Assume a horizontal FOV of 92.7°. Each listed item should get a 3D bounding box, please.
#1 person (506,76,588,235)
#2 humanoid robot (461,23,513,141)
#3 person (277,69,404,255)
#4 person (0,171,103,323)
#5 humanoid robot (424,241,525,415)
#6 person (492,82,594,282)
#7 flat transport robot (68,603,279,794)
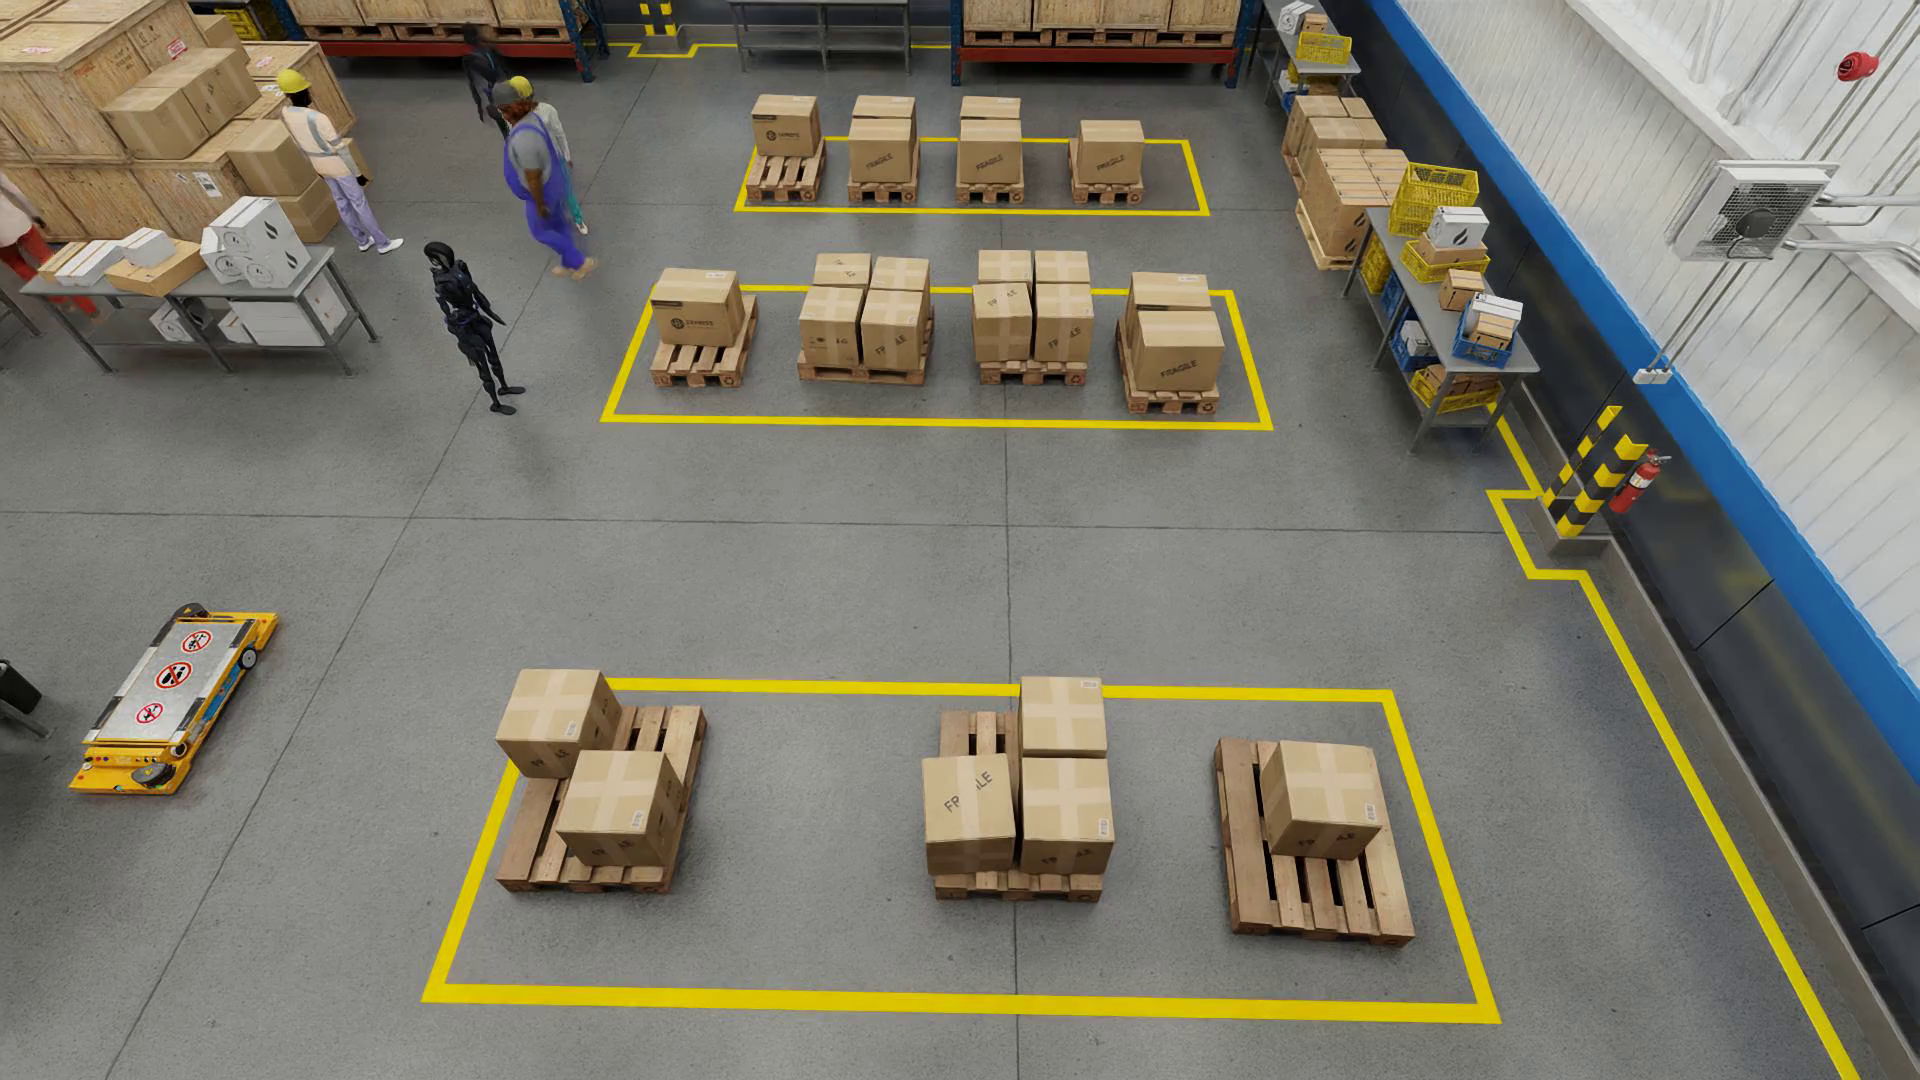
[{"bbox_3d":[-4.442,-4.087,9.847,0.525,1.760,0.334,-15,51,-12],"label":"person"},{"bbox_3d":[-5.480,-5.250,10.895,0.480,1.636,0.585,23,53,18],"label":"humanoid robot"},{"bbox_3d":[-6.538,-3.910,9.590,0.586,1.927,0.367,12,51,10],"label":"person"},{"bbox_3d":[-9.180,-2.971,8.778,0.810,1.943,0.684,27,55,21],"label":"person"},{"bbox_3d":[-4.231,-1.854,8.005,0.326,1.656,0.591,1,50,1],"label":"humanoid robot"},{"bbox_3d":[-4.255,-3.580,9.236,0.541,2.000,0.705,-5,50,-4],"label":"person"},{"bbox_3d":[-5.504,1.072,6.442,0.652,0.197,1.431,1,50,1],"label":"flat transport robot"}]
